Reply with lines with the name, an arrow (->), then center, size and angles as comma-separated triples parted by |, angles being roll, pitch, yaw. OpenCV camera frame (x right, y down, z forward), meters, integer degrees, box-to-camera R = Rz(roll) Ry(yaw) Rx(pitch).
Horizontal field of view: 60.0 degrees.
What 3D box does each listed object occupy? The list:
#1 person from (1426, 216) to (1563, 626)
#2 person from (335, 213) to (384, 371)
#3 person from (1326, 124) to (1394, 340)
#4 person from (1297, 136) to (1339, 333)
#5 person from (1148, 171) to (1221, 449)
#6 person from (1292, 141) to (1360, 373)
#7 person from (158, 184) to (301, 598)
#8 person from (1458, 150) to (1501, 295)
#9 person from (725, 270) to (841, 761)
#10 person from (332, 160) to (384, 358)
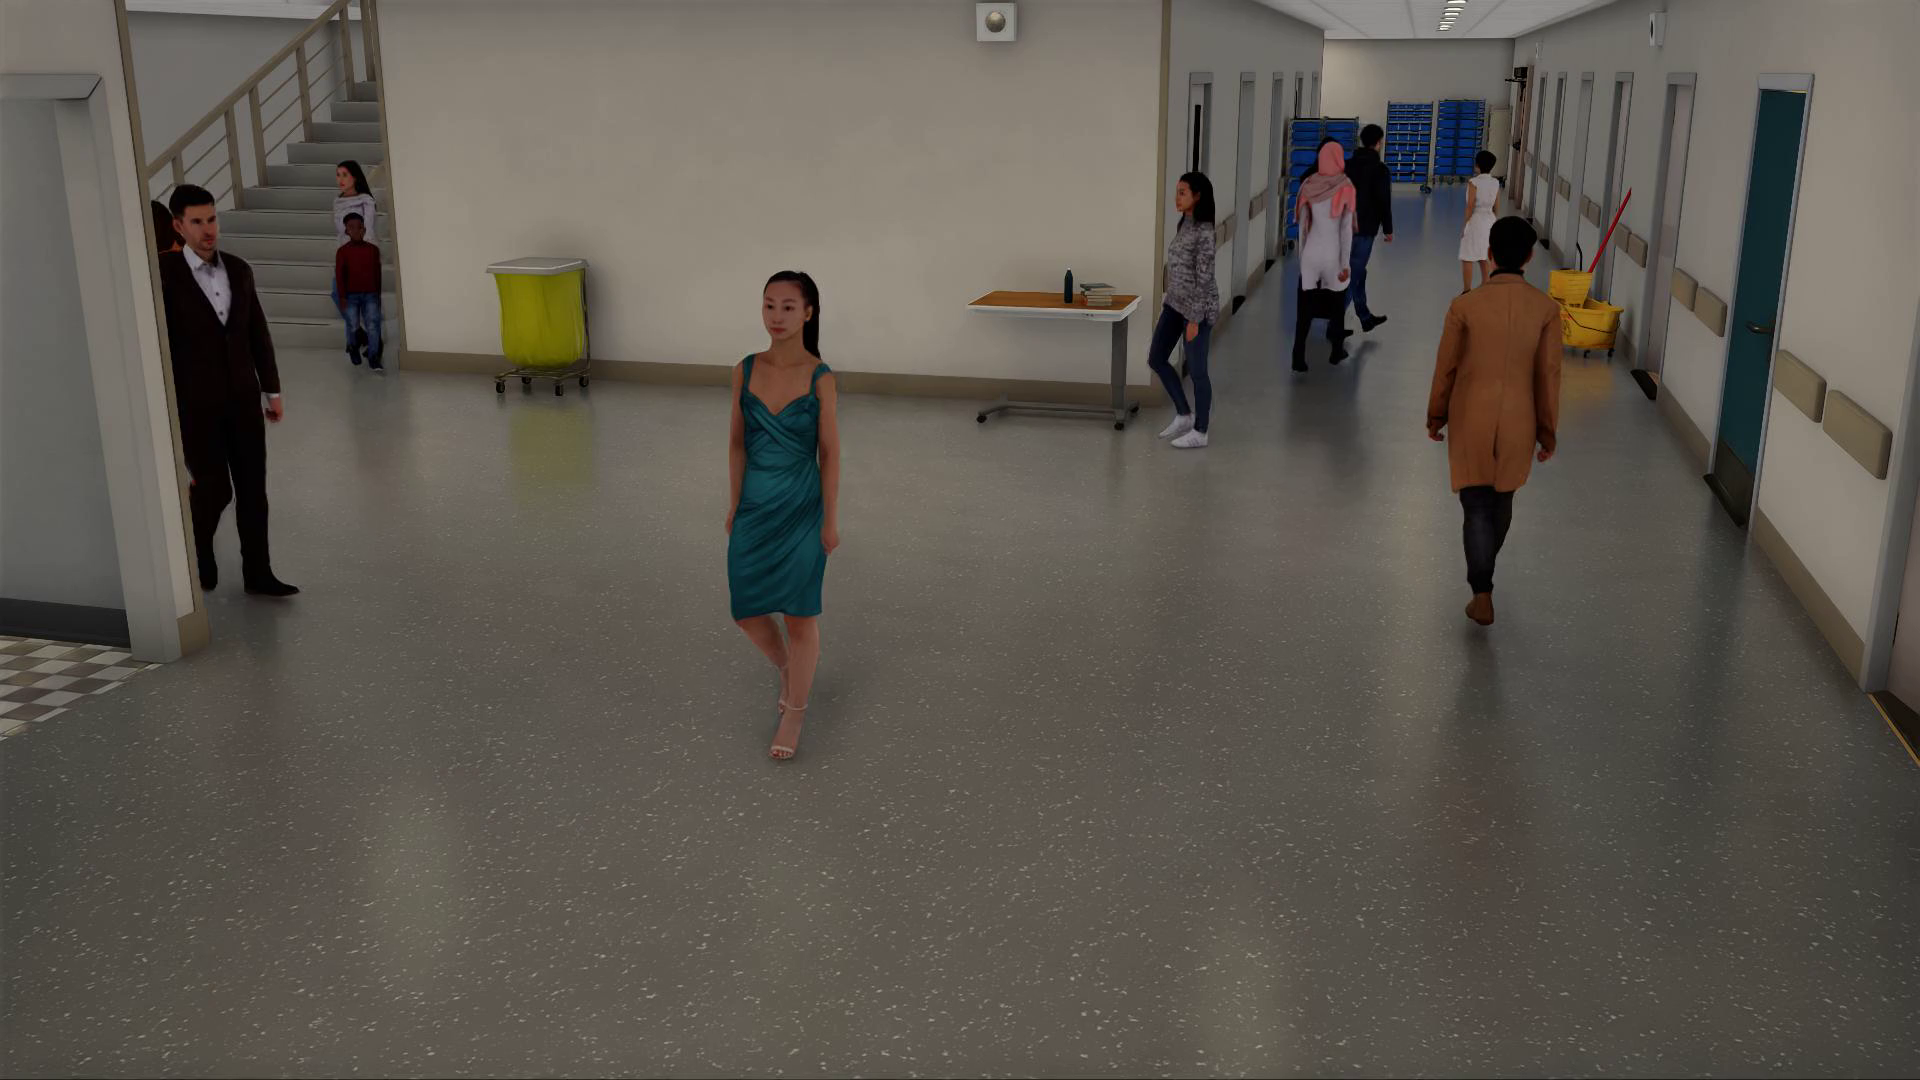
person -> 2.250, -0.466, 7.006 | 0.738, 1.682, 1.112 | 3, 16, 9
person -> -4.789, -1.971, 13.237 | 0.834, 1.241, 0.892 | -9, 18, -28
person -> 3.434, -2.674, 14.619 | 1.143, 1.844, 1.074 | -9, 18, -30
person -> 3.333, -2.787, 15.185 | 0.671, 1.753, 0.608 | 3, 16, 10
person -> 1.530, -1.434, 10.444 | 0.830, 1.722, 0.735 | -5, 17, -17
person -> 2.772, -2.123, 12.837 | 0.883, 1.749, 1.298 | 9, 18, 30
person -> -3.339, -0.628, 7.344 | 0.953, 1.853, 0.864 | 10, 19, 32
person -> 5.287, -3.163, 16.901 | 0.667, 1.547, 0.709 | -7, 17, -24
person -> -0.581, -0.082, 5.733 | 0.583, 1.676, 0.617 | 5, 16, 17
person -> -4.924, -2.326, 13.798 | 0.646, 1.618, 0.632 | 7, 17, 23
